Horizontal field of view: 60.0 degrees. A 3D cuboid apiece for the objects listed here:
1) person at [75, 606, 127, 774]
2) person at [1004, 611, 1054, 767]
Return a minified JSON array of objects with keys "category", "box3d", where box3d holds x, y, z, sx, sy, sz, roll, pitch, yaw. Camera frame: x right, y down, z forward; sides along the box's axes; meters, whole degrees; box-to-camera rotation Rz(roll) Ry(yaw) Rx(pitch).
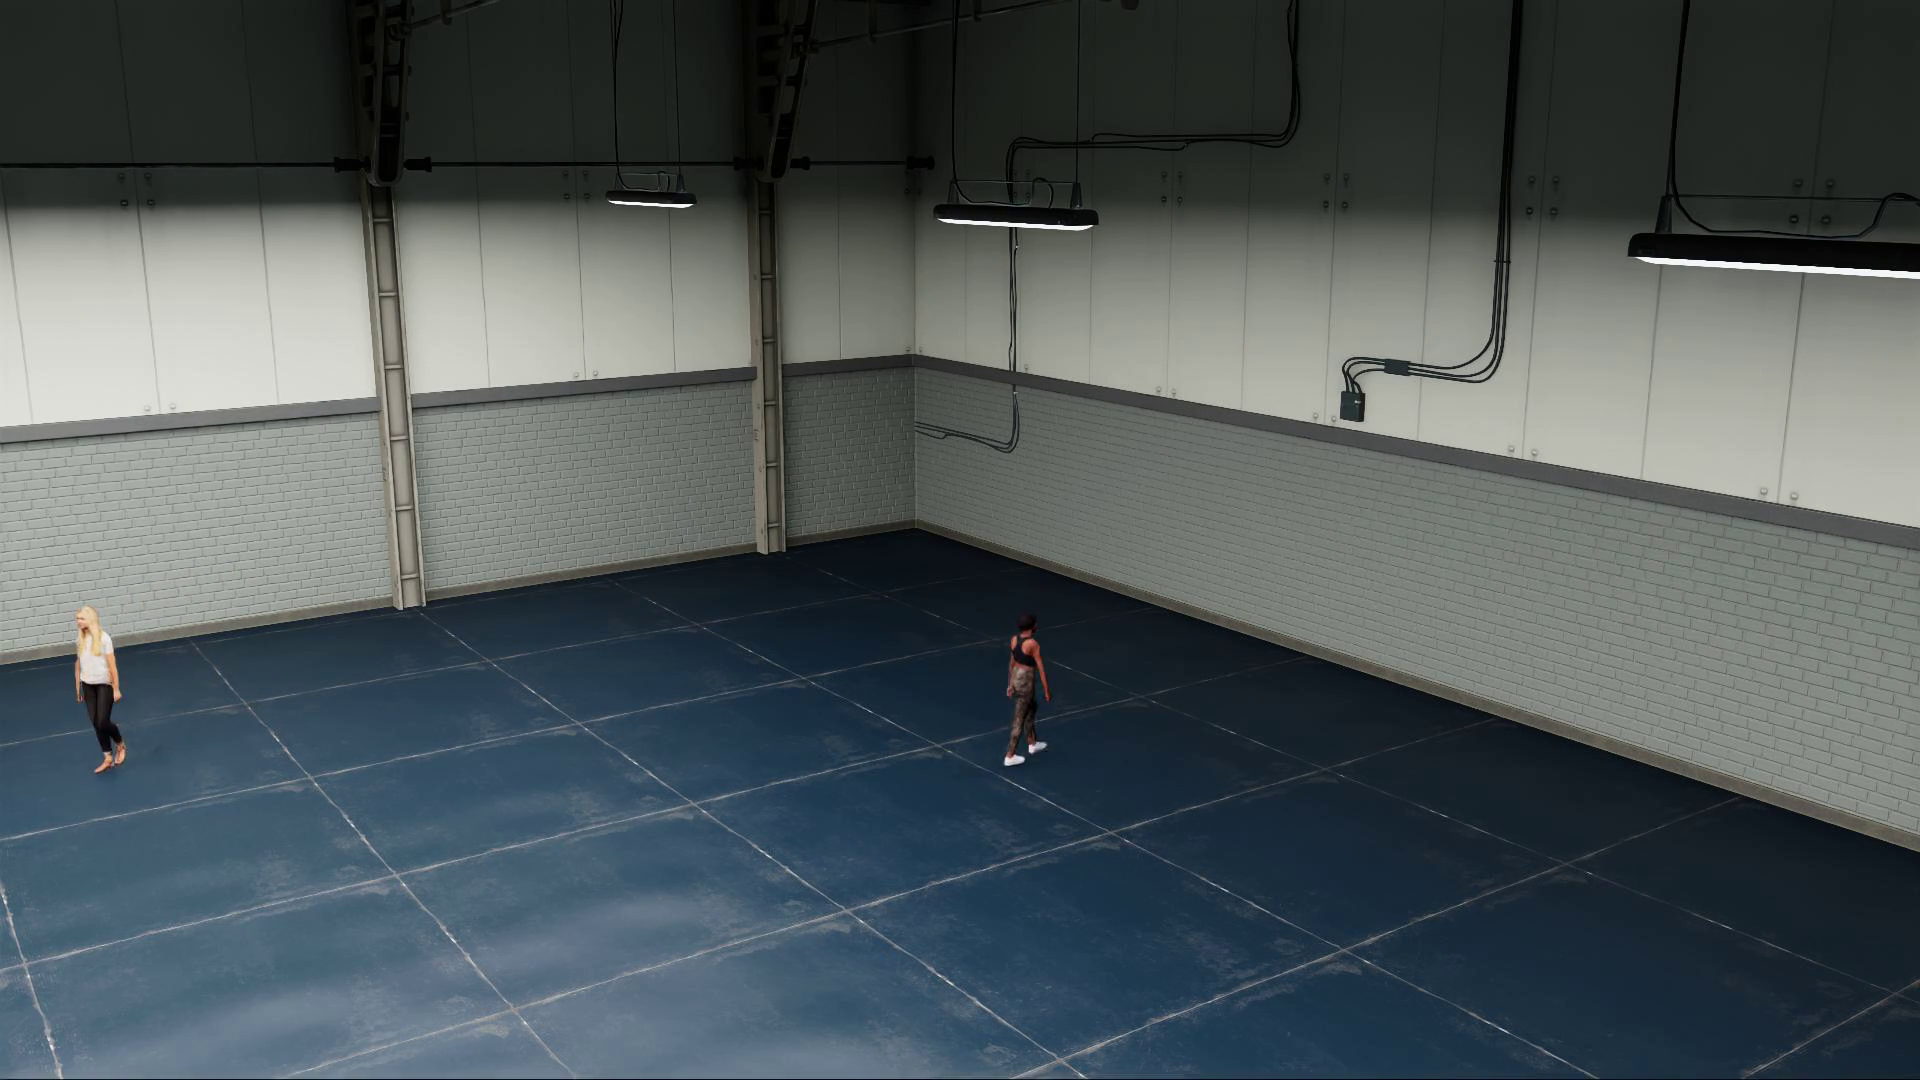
[{"category":"person","box3d":[-9.095,1.565,17.698,0.784,1.814,0.843,2,13,10]},{"category":"person","box3d":[0.616,1.610,17.818,0.884,1.673,0.582,-9,16,-33]}]
